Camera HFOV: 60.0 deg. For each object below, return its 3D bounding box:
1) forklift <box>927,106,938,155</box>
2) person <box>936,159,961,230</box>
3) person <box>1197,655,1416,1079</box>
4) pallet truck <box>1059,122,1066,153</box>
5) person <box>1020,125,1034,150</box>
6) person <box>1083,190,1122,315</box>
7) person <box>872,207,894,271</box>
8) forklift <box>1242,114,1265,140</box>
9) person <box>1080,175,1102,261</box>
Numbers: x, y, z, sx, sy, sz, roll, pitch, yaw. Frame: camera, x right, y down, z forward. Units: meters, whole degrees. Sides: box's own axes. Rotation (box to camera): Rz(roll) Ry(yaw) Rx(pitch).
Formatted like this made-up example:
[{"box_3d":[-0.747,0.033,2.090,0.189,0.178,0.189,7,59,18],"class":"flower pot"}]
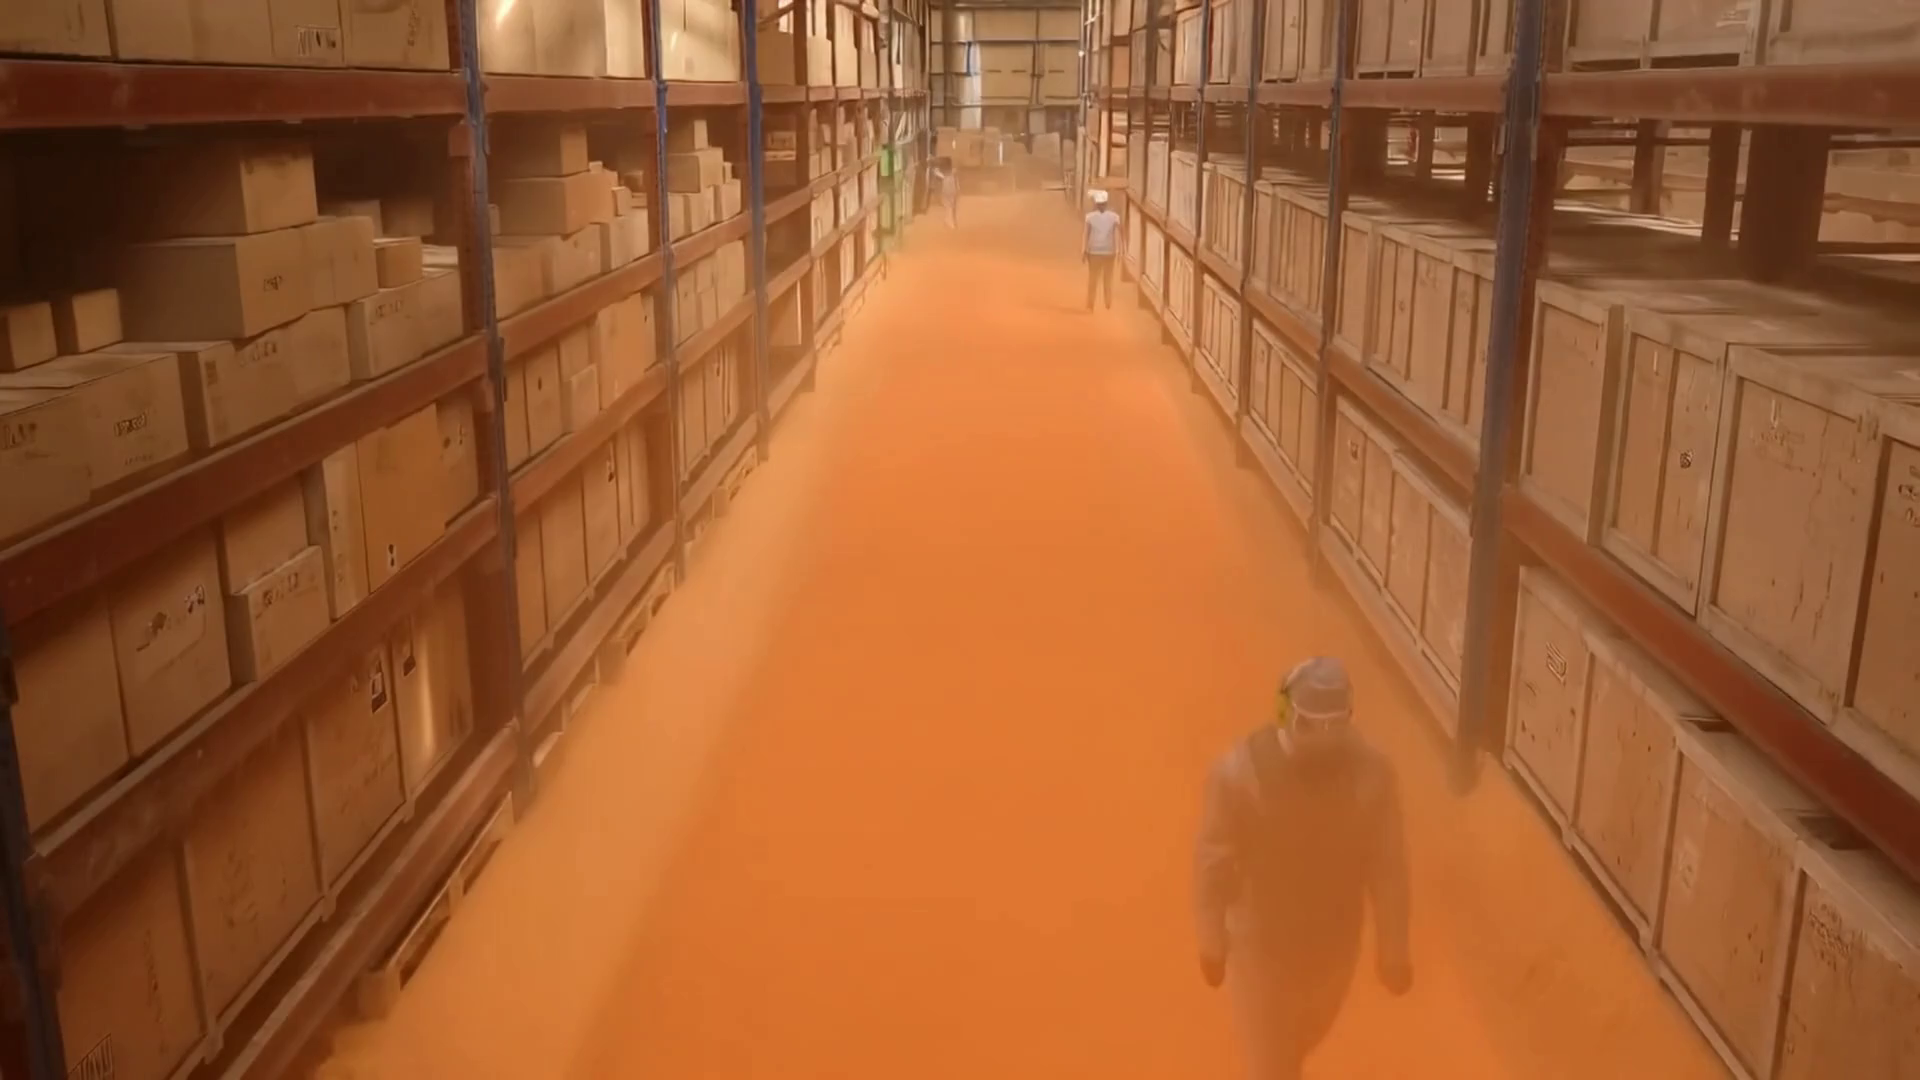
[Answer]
[{"box_3d":[-1.626,-20.346,83.493,1.129,2.768,1.873,-11,19,-37],"class":"forklift"},{"box_3d":[-0.308,-8.996,43.292,0.650,1.814,0.618,-1,15,-4],"class":"person"},{"box_3d":[1.067,1.213,5.228,0.657,1.864,0.992,-2,15,-7],"class":"person"},{"box_3d":[5.788,-21.111,88.014,1.885,1.965,0.823,5,16,18],"class":"pallet truck"},{"box_3d":[3.305,-19.494,82.143,0.644,1.915,0.596,-3,15,-12],"class":"person"},{"box_3d":[2.263,-4.588,26.557,0.609,1.985,0.394,3,15,11],"class":"person"},{"box_3d":[-1.611,-5.920,32.193,0.528,1.620,0.511,2,15,6],"class":"person"},{"box_3d":[10.084,-13.342,57.433,1.873,2.768,1.129,-9,18,-32],"class":"forklift"},{"box_3d":[2.863,-6.718,34.824,0.853,1.812,0.569,14,20,42],"class":"person"}]
